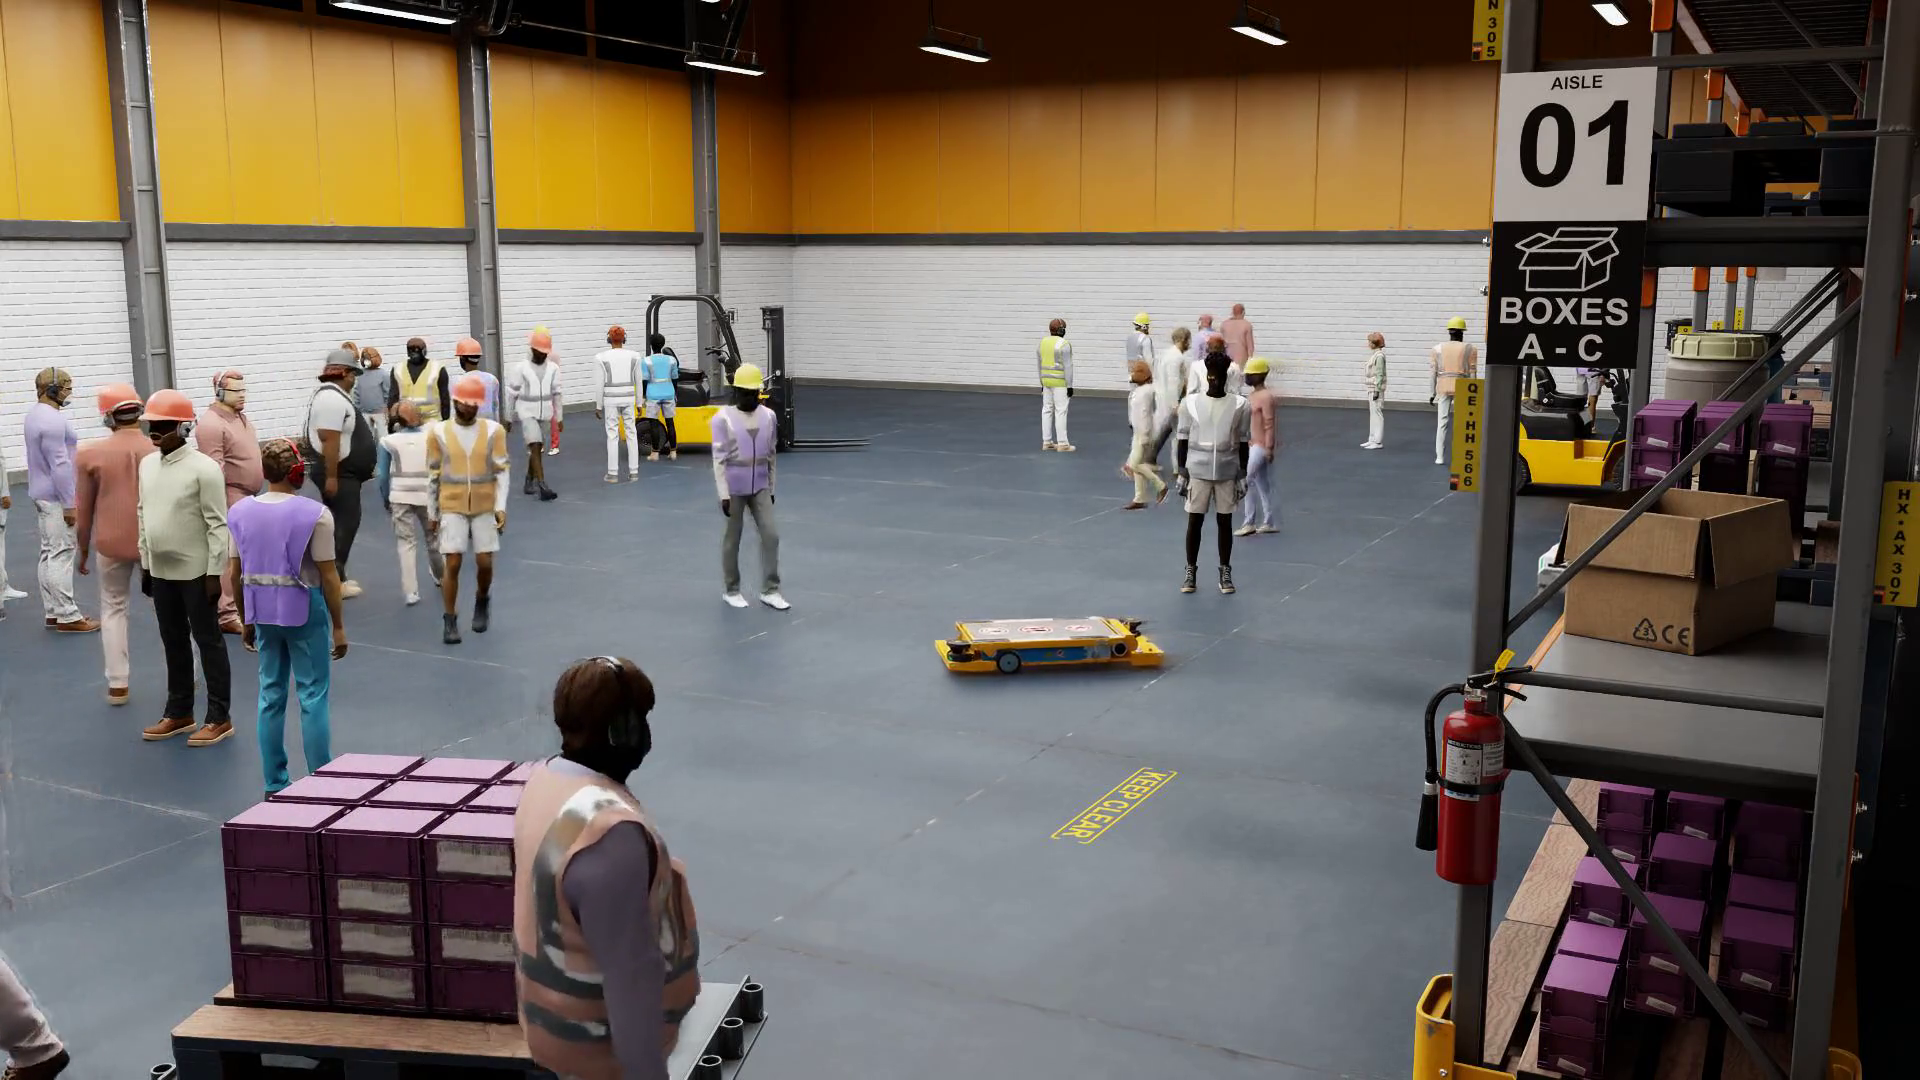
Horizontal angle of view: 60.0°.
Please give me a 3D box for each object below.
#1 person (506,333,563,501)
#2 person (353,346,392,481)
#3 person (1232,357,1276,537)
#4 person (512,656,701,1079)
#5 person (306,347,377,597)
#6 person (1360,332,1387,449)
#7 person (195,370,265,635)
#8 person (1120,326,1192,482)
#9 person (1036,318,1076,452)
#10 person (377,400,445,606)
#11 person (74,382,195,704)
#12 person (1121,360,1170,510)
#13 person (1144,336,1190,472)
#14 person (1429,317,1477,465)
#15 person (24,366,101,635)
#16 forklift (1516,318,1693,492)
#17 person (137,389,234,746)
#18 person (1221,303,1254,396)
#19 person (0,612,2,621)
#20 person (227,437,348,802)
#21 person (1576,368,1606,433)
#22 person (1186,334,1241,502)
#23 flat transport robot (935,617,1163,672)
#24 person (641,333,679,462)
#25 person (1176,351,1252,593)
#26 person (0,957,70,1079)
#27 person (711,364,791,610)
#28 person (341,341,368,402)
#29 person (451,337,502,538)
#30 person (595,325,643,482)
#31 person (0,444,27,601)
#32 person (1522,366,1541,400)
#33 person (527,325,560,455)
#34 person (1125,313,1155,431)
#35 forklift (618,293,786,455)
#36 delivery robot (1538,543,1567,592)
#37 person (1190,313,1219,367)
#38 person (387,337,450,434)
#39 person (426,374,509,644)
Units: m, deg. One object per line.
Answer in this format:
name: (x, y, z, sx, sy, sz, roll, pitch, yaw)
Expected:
person: (-4.764, -1.394, 18.662, 0.595, 1.867, 0.993, -7, 12, -36)
person: (-7.045, -1.507, 19.973, 0.499, 1.634, 0.288, 2, 10, 10)
person: (2.833, -0.906, 16.195, 0.652, 1.745, 0.536, -1, 10, -7)
person: (-0.913, 1.178, 3.956, 0.769, 1.804, 0.626, -4, 11, -21)
person: (-4.996, -0.582, 13.444, 0.542, 2.000, 0.733, -4, 10, -21)
person: (5.833, -2.092, 23.350, 0.310, 1.640, 0.514, 1, 10, 4)
person: (-5.247, -0.278, 12.078, 0.404, 1.904, 0.651, -1, 10, -4)
person: (2.396, -1.638, 20.062, 0.915, 1.885, 0.666, 1, 10, 6)
person: (1.350, -2.149, 23.095, 0.429, 1.845, 0.622, -8, 13, -40)
person: (-4.333, -0.315, 13.219, 0.538, 1.598, 0.833, -4, 10, -20)
person: (-5.041, 0.031, 10.159, 0.661, 1.977, 0.468, -8, 13, -38)
person: (1.966, -1.112, 17.718, 0.417, 1.615, 0.524, -1, 10, -7)
person: (2.697, -1.741, 20.900, 0.978, 1.796, 0.527, -4, 10, -21)
person: (6.382, -1.922, 21.542, 0.588, 1.923, 0.383, 4, 11, 24)
person: (-6.513, -0.283, 12.019, 0.371, 1.936, 0.627, -8, 13, -40)
forklift: (7.066, -1.601, 18.899, 2.313, 2.155, 1.214, 5, 11, 27)
person: (-4.358, 0.153, 9.313, 0.612, 1.997, 0.375, 4, 11, 22)
person: (4.843, -3.213, 29.147, 0.645, 1.882, 0.813, 9, 13, 43)
person: (-7.271, -0.257, 12.121, 0.539, 1.845, 0.553, 2, 10, 13)
person: (-3.321, 0.415, 8.232, 0.574, 1.843, 0.374, 2, 10, 12)
person: (9.257, -2.461, 24.350, 0.407, 2.032, 0.609, -3, 10, -18)
person: (2.800, -1.351, 18.492, 0.583, 1.843, 0.850, 3, 10, 15)
flat transport robot: (0.585, 0.691, 11.192, 1.431, 0.197, 0.652, -2, 10, -9)
person: (-3.968, -1.882, 21.959, 0.540, 1.697, 0.317, -6, 12, -33)
person: (2.046, -0.545, 13.452, 0.603, 1.964, 0.367, 1, 10, 4)
person: (-3.283, 0.925, 5.228, 0.679, 1.917, 0.614, 8, 13, 40)
person: (-1.605, -0.388, 12.742, 0.603, 1.901, 0.778, -7, 12, -34)
person: (-7.704, -1.698, 21.076, 0.505, 1.635, 0.277, 2, 10, 13)
person: (-4.696, -0.982, 16.062, 0.374, 1.935, 0.552, 6, 11, 31)
person: (-4.091, -1.630, 19.970, 0.584, 1.882, 0.349, -5, 11, -27)
person: (-7.719, -0.385, 13.170, 0.493, 1.741, 0.300, 3, 10, 18)
person: (7.273, -1.834, 21.283, 0.404, 1.837, 0.592, -1, 10, -8)
person: (-5.675, -2.034, 22.636, 0.523, 1.772, 0.308, 4, 11, 21)
person: (2.789, -2.578, 25.600, 0.404, 1.833, 0.590, -6, 11, -30)
forklift: (-3.588, -2.317, 23.042, 2.313, 2.155, 1.214, -1, 10, -5)
delivery robot: (4.789, 0.180, 13.060, 0.477, 0.478, 0.707, 6, 12, 31)
person: (3.696, -2.381, 24.374, 0.673, 1.868, 0.691, -9, 13, -41)
person: (-5.989, -1.312, 18.342, 0.640, 1.827, 0.661, 0, 10, 1)
person: (-3.494, -0.234, 11.809, 0.565, 1.907, 0.550, -4, 10, -21)
